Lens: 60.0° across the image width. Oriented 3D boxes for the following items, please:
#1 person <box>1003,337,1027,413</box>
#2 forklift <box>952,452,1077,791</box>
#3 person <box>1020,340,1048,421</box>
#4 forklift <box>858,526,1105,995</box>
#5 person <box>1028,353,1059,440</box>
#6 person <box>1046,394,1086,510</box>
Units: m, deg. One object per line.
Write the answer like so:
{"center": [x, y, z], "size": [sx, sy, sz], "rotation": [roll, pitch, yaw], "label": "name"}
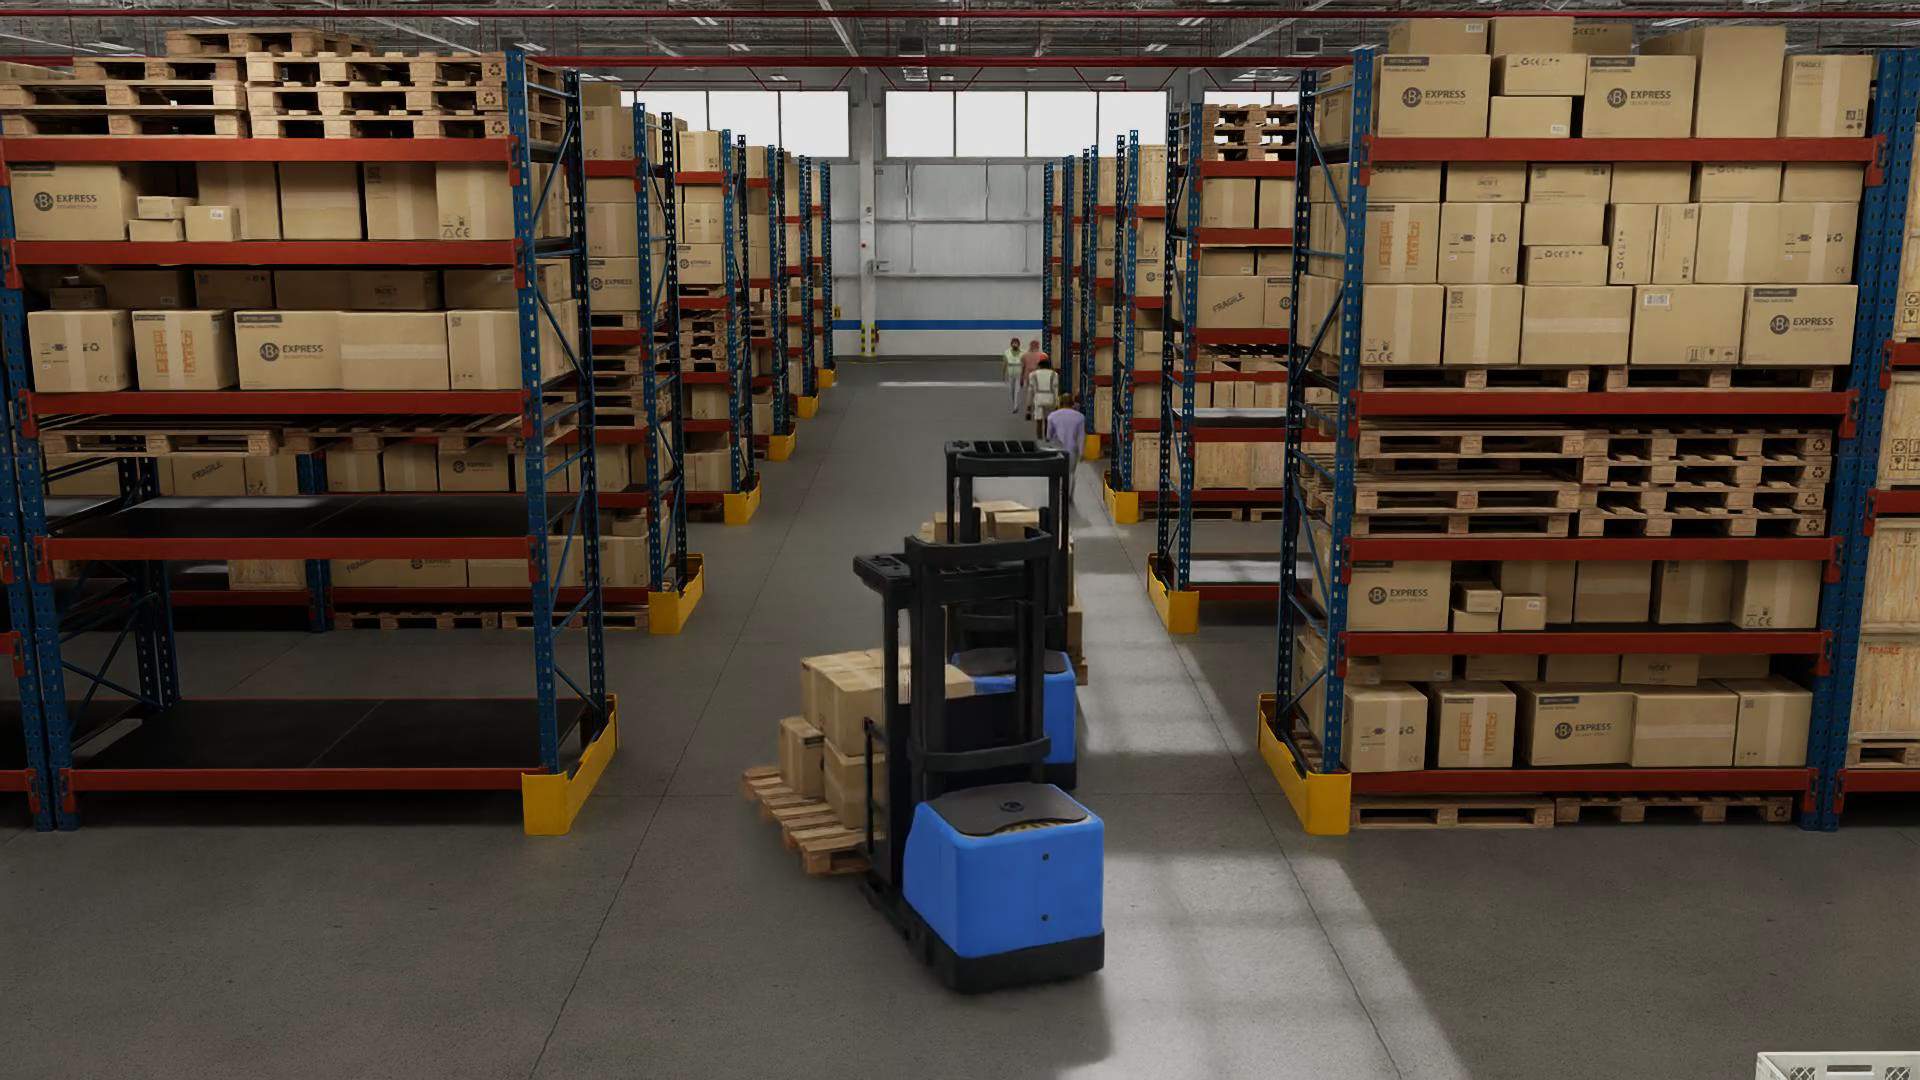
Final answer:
{"center": [1.337, -3.994, 40.157], "size": [0.575, 1.816, 0.847], "rotation": [2, 12, 11], "label": "person"}
{"center": [0.435, 0.619, 14.633], "size": [1.129, 2.768, 1.873], "rotation": [0, 11, -2], "label": "forklift"}
{"center": [1.702, -3.718, 38.703], "size": [0.660, 1.853, 0.953], "rotation": [6, 13, 26], "label": "person"}
{"center": [0.131, 1.324, 11.139], "size": [1.129, 2.768, 1.873], "rotation": [-5, 12, -22], "label": "forklift"}
{"center": [1.688, -2.792, 33.763], "size": [0.622, 2.002, 1.033], "rotation": [1, 11, 3], "label": "person"}
{"center": [1.748, -1.485, 27.564], "size": [0.643, 1.881, 1.058], "rotation": [0, 11, 1], "label": "person"}
